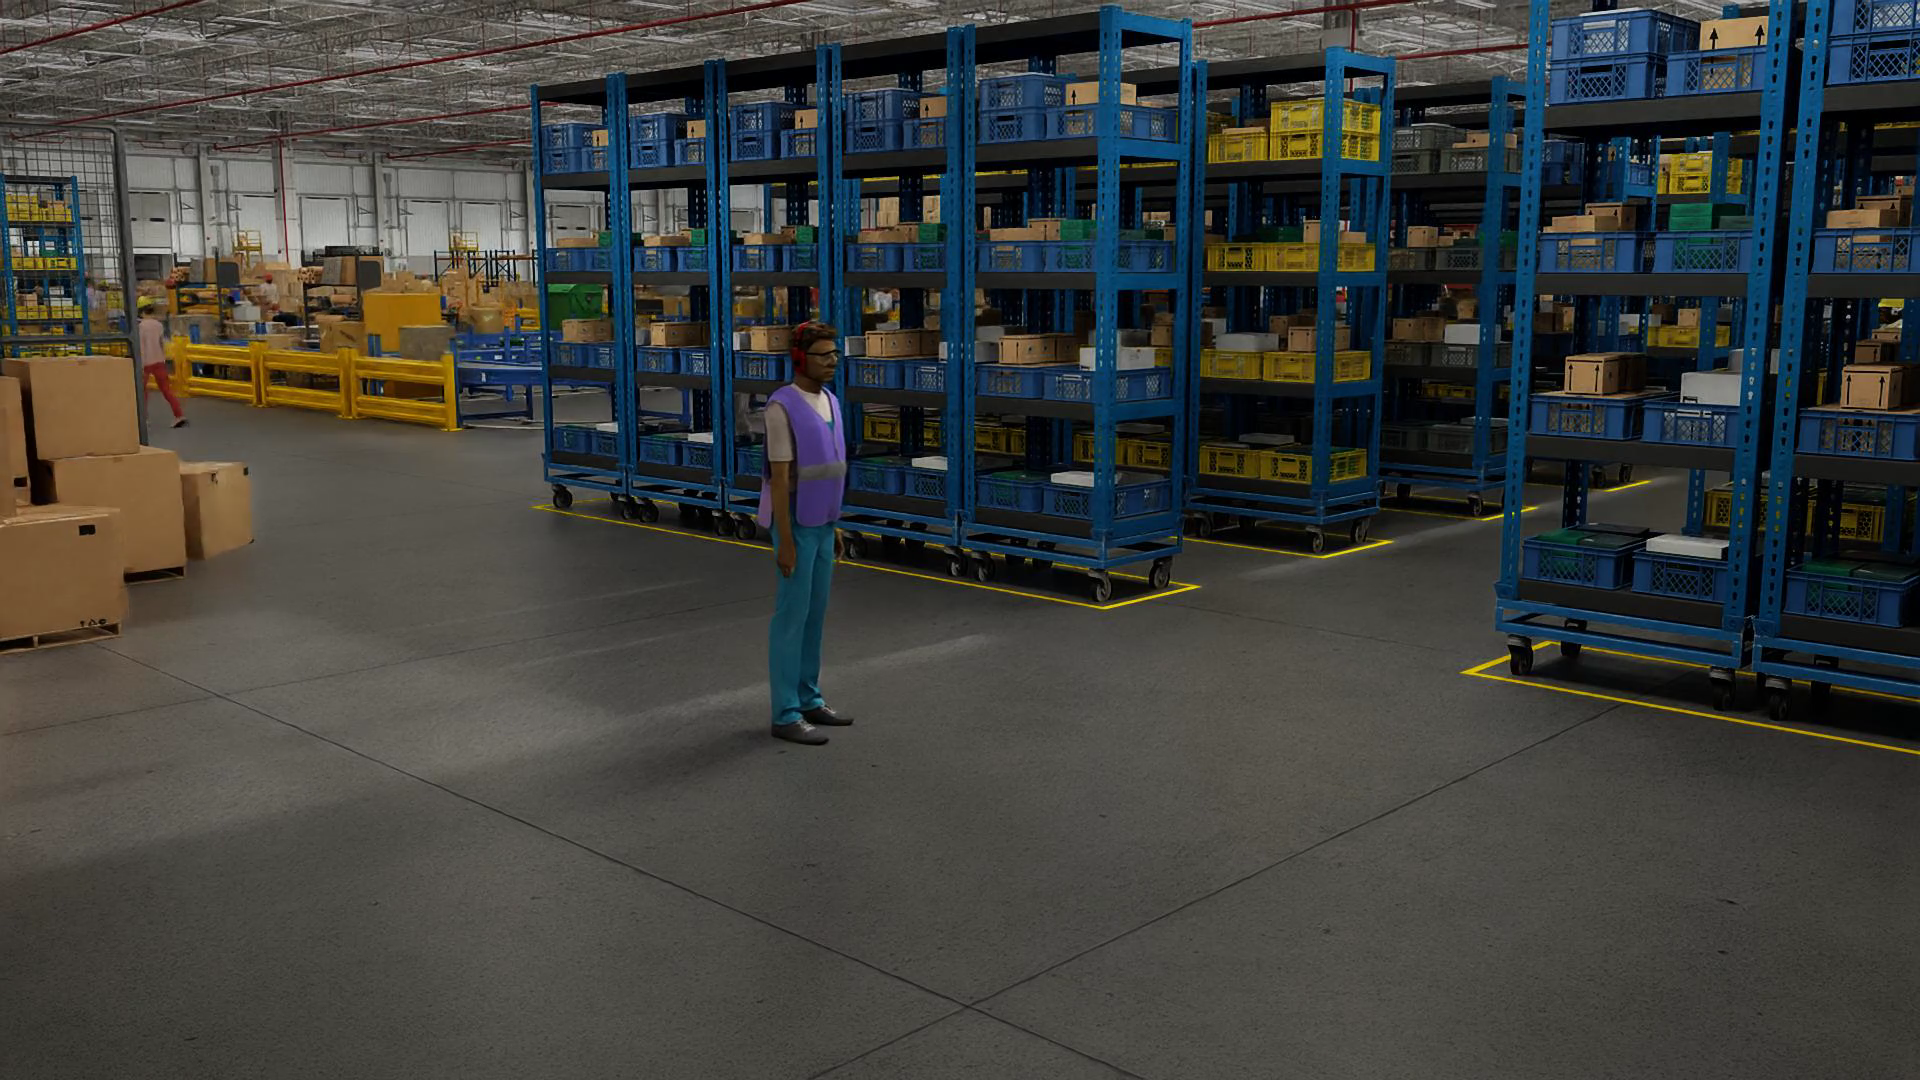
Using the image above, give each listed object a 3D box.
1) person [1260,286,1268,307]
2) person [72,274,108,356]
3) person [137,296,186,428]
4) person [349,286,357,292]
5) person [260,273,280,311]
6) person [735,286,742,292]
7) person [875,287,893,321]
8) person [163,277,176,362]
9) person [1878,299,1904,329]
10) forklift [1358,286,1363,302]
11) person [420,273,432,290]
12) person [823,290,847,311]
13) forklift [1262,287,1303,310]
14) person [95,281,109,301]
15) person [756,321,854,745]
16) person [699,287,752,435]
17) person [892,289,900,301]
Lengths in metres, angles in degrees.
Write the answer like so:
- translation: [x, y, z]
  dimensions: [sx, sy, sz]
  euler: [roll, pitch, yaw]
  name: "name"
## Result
- translation: [10.734, -8.520, 58.838]
  dimensions: [0.616, 2.013, 0.792]
  euler: [2, 9, 10]
  name: "person"
- translation: [-18.746, -4.768, 35.842]
  dimensions: [0.639, 2.015, 0.633]
  euler: [-7, 11, -35]
  name: "person"
- translation: [-10.498, -2.307, 21.632]
  dimensions: [0.907, 1.722, 0.540]
  euler: [3, 10, 19]
  name: "person"
- translation: [-31.879, -13.074, 87.103]
  dimensions: [0.629, 1.925, 0.509]
  euler: [-1, 9, -8]
  name: "person"
- translation: [-22.651, -7.782, 54.556]
  dimensions: [0.614, 1.942, 0.805]
  euler: [-8, 12, -40]
  name: "person"
- translation: [-9.420, -10.167, 70.078]
  dimensions: [0.512, 1.638, 0.312]
  euler: [-4, 10, -25]
  name: "person"
- translation: [-1.997, -5.809, 42.896]
  dimensions: [0.584, 1.799, 0.886]
  euler: [-8, 12, -41]
  name: "person"
- translation: [-17.434, -4.921, 37.135]
  dimensions: [0.936, 1.904, 0.547]
  euler: [-8, 12, -39]
  name: "person"
- translation: [9.865, -1.724, 17.721]
  dimensions: [0.403, 1.833, 0.591]
  euler: [2, 9, 9]
  name: "person"
- translation: [11.100, -7.017, 46.970]
  dimensions: [1.873, 2.768, 1.129]
  euler: [9, 13, 43]
  name: "forklift"
- translation: [-22.763, -10.433, 70.874]
  dimensions: [0.554, 1.919, 0.804]
  euler: [-4, 10, -25]
  name: "person"
- translation: [-3.110, -5.627, 41.532]
  dimensions: [0.648, 1.875, 0.855]
  euler: [2, 10, 14]
  name: "person"
- translation: [10.769, -8.203, 54.240]
  dimensions: [1.129, 2.768, 1.873]
  euler: [8, 12, 42]
  name: "forklift"
- translation: [-24.642, -6.605, 47.959]
  dimensions: [0.351, 1.736, 0.490]
  euler: [8, 12, 39]
  name: "person"
- translation: [-0.690, -0.042, 7.362]
  dimensions: [0.389, 1.845, 0.564]
  euler: [3, 10, 19]
  name: "person"
- translation: [-2.547, -1.655, 16.968]
  dimensions: [1.030, 1.936, 0.635]
  euler: [-4, 10, -21]
  name: "person"
- translation: [-2.197, -8.283, 58.290]
  dimensions: [0.730, 1.728, 0.550]
  euler: [2, 9, 11]
  name: "person"
